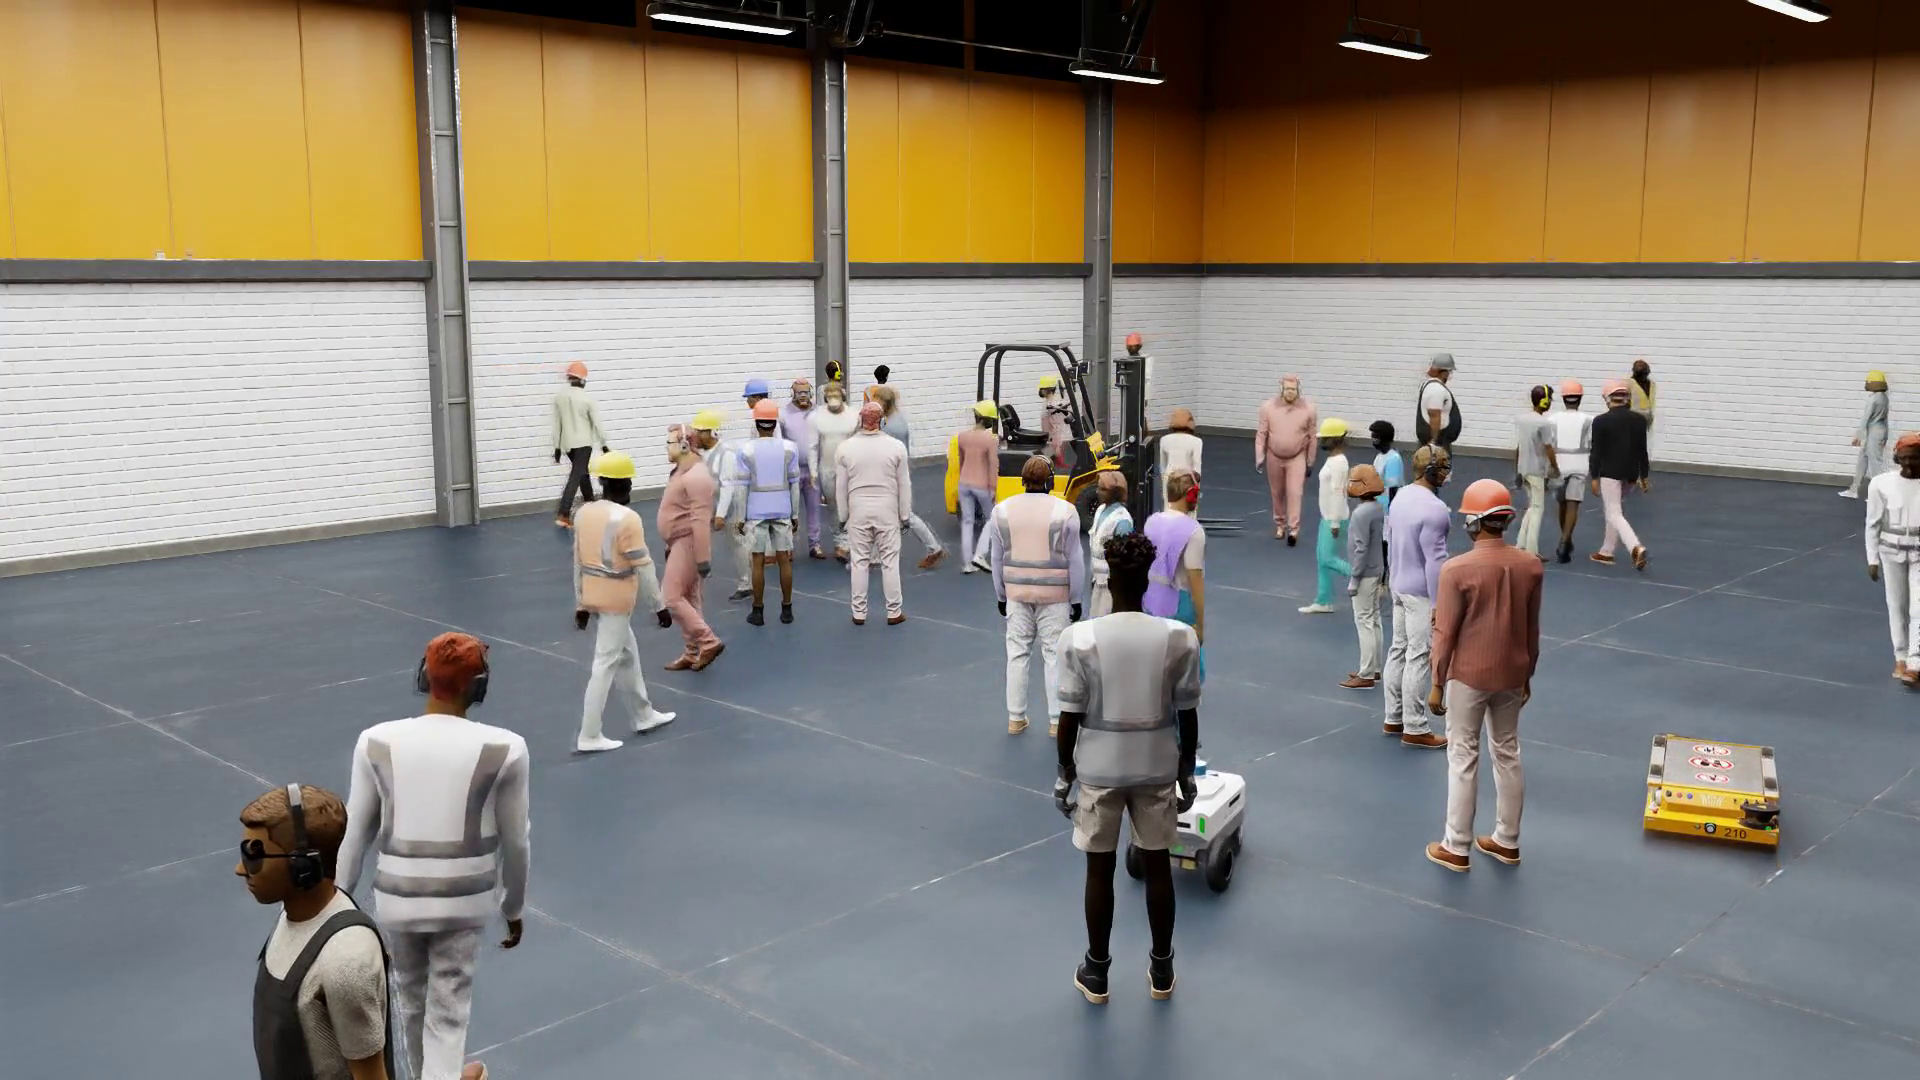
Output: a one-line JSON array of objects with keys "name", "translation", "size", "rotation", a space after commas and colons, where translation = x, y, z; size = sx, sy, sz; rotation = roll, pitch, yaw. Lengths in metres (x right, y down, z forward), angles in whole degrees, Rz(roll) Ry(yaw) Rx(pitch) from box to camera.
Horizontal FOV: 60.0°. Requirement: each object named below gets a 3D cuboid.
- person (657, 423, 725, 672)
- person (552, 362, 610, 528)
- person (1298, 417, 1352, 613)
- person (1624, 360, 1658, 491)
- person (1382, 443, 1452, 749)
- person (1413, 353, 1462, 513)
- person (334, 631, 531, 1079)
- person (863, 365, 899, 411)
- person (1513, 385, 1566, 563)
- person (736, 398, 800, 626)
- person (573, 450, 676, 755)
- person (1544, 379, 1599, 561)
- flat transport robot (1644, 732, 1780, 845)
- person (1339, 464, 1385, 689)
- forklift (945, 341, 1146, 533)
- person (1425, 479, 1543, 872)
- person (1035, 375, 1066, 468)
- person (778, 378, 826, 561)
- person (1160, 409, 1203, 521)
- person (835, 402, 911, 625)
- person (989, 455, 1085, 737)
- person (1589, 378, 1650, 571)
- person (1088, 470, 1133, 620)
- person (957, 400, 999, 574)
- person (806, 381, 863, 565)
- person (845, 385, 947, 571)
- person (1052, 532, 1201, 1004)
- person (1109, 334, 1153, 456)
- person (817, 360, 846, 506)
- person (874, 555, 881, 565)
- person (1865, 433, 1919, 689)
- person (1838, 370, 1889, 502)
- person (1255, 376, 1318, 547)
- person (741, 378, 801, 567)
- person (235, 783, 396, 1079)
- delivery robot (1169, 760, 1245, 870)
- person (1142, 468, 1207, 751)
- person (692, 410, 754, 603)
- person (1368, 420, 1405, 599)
[{"name": "person", "translation": [-2.076, 0.067, 12.472], "size": [0.437, 1.892, 0.646], "rotation": [-2, 9, -13]}, {"name": "person", "translation": [-4.524, -1.130, 19.687], "size": [0.611, 1.946, 1.077], "rotation": [5, 11, 30]}, {"name": "person", "translation": [3.312, -0.198, 14.533], "size": [0.587, 1.751, 0.528], "rotation": [1, 9, 7]}, {"name": "person", "translation": [9.224, -1.555, 22.695], "size": [0.651, 1.804, 0.470], "rotation": [-4, 10, -22]}, {"name": "person", "translation": [2.921, 0.351, 10.586], "size": [0.353, 1.937, 0.635], "rotation": [-2, 9, -9]}, {"name": "person", "translation": [5.847, -1.319, 20.511], "size": [0.651, 2.000, 0.687], "rotation": [1, 9, 4]}, {"name": "person", "translation": [-1.760, 1.221, 5.558], "size": [0.666, 1.835, 0.849], "rotation": [-1, 9, -3]}, {"name": "person", "translation": [-1.105, -1.612, 23.384], "size": [0.531, 1.689, 0.321], "rotation": [3, 10, 17]}, {"name": "person", "translation": [5.970, -0.669, 17.126], "size": [0.457, 1.855, 0.519], "rotation": [-2, 9, -10]}, {"name": "person", "translation": [-1.639, -0.235, 14.182], "size": [0.545, 1.938, 0.355], "rotation": [-3, 10, -18]}, {"name": "person", "translation": [-2.118, 0.378, 10.576], "size": [0.919, 1.890, 0.609], "rotation": [-8, 12, -42]}, {"name": "person", "translation": [6.401, -0.738, 17.459], "size": [0.563, 1.888, 1.015], "rotation": [5, 10, 27]}, {"name": "flat transport robot", "translation": [4.250, 1.375, 9.403], "size": [0.652, 0.197, 1.431], "rotation": [4, 10, 24]}, {"name": "person", "translation": [2.925, 0.265, 12.046], "size": [0.277, 1.632, 0.502], "rotation": [5, 11, 29]}, {"name": "forklift", "translation": [0.977, -1.223, 19.452], "size": [2.313, 2.155, 1.214], "rotation": [2, 9, 11]}, {"name": "person", "translation": [2.638, 0.682, 8.422], "size": [0.617, 1.986, 0.408], "rotation": [-3, 10, -20]}, {"name": "person", "translation": [1.148, -1.202, 20.799], "size": [0.912, 1.719, 0.548], "rotation": [0, 9, -1]}, {"name": "person", "translation": [-1.635, -0.732, 17.325], "size": [0.652, 1.906, 0.404], "rotation": [-4, 10, -21]}, {"name": "person", "translation": [2.297, -0.550, 17.127], "size": [0.509, 1.593, 0.796], "rotation": [6, 11, 31]}, {"name": "person", "translation": [-0.730, -0.220, 14.178], "size": [0.636, 1.911, 0.404], "rotation": [1, 9, 4]}, {"name": "person", "translation": [0.511, 0.364, 10.802], "size": [0.627, 1.844, 0.428], "rotation": [3, 10, 20]}, {"name": "person", "translation": [6.699, -0.656, 16.769], "size": [0.656, 1.949, 0.921], "rotation": [-3, 10, -17]}, {"name": "person", "translation": [1.109, 0.305, 11.801], "size": [0.531, 1.624, 0.526], "rotation": [-2, 9, -12]}, {"name": "person", "translation": [0.181, -0.521, 16.536], "size": [0.539, 1.741, 0.380], "rotation": [6, 11, 32]}, {"name": "person", "translation": [-1.270, -0.694, 17.165], "size": [0.625, 1.873, 1.046], "rotation": [0, 9, 1]}, {"name": "person", "translation": [-0.624, -0.612, 16.645], "size": [0.998, 1.898, 0.640], "rotation": [-3, 10, -19]}, {"name": "person", "translation": [0.686, 0.942, 6.886], "size": [0.614, 1.960, 0.362], "rotation": [-1, 9, -5]}, {"name": "person", "translation": [2.768, -2.297, 26.644], "size": [0.637, 1.987, 1.030], "rotation": [6, 11, 33]}, {"name": "person", "translation": [-1.604, -1.354, 21.260], "size": [0.531, 1.867, 0.316], "rotation": [7, 12, 37]}, {"name": "person", "translation": [-0.771, -0.554, 17.088], "size": [0.610, 1.617, 0.535], "rotation": [-5, 11, -30]}, {"name": "person", "translation": [6.867, 0.154, 12.076], "size": [0.577, 1.841, 0.940], "rotation": [7, 11, 36]}, {"name": "person", "translation": [11.807, -1.349, 21.702], "size": [0.491, 1.716, 0.768], "rotation": [-9, 13, -44]}, {"name": "person", "translation": [3.592, -0.875, 18.367], "size": [0.646, 1.852, 1.015], "rotation": [3, 10, 18]}, {"name": "person", "translation": [-1.974, -0.682, 16.943], "size": [0.517, 1.923, 0.689], "rotation": [0, 9, 1]}, {"name": "person", "translation": [-1.524, 1.472, 3.993], "size": [0.330, 1.844, 0.519], "rotation": [-7, 11, -36]}, {"name": "delivery robot", "translation": [1.185, 1.354, 8.381], "size": [0.477, 0.478, 0.707], "rotation": [4, 10, 26]}, {"name": "person", "translation": [1.296, 0.463, 10.289], "size": [0.533, 1.817, 0.574], "rotation": [-5, 10, -27]}, {"name": "person", "translation": [-2.233, -0.277, 14.918], "size": [0.599, 1.774, 0.948], "rotation": [8, 12, 39]}, {"name": "person", "translation": [3.985, -0.261, 15.153], "size": [0.593, 1.671, 0.564], "rotation": [0, 9, 0]}]
